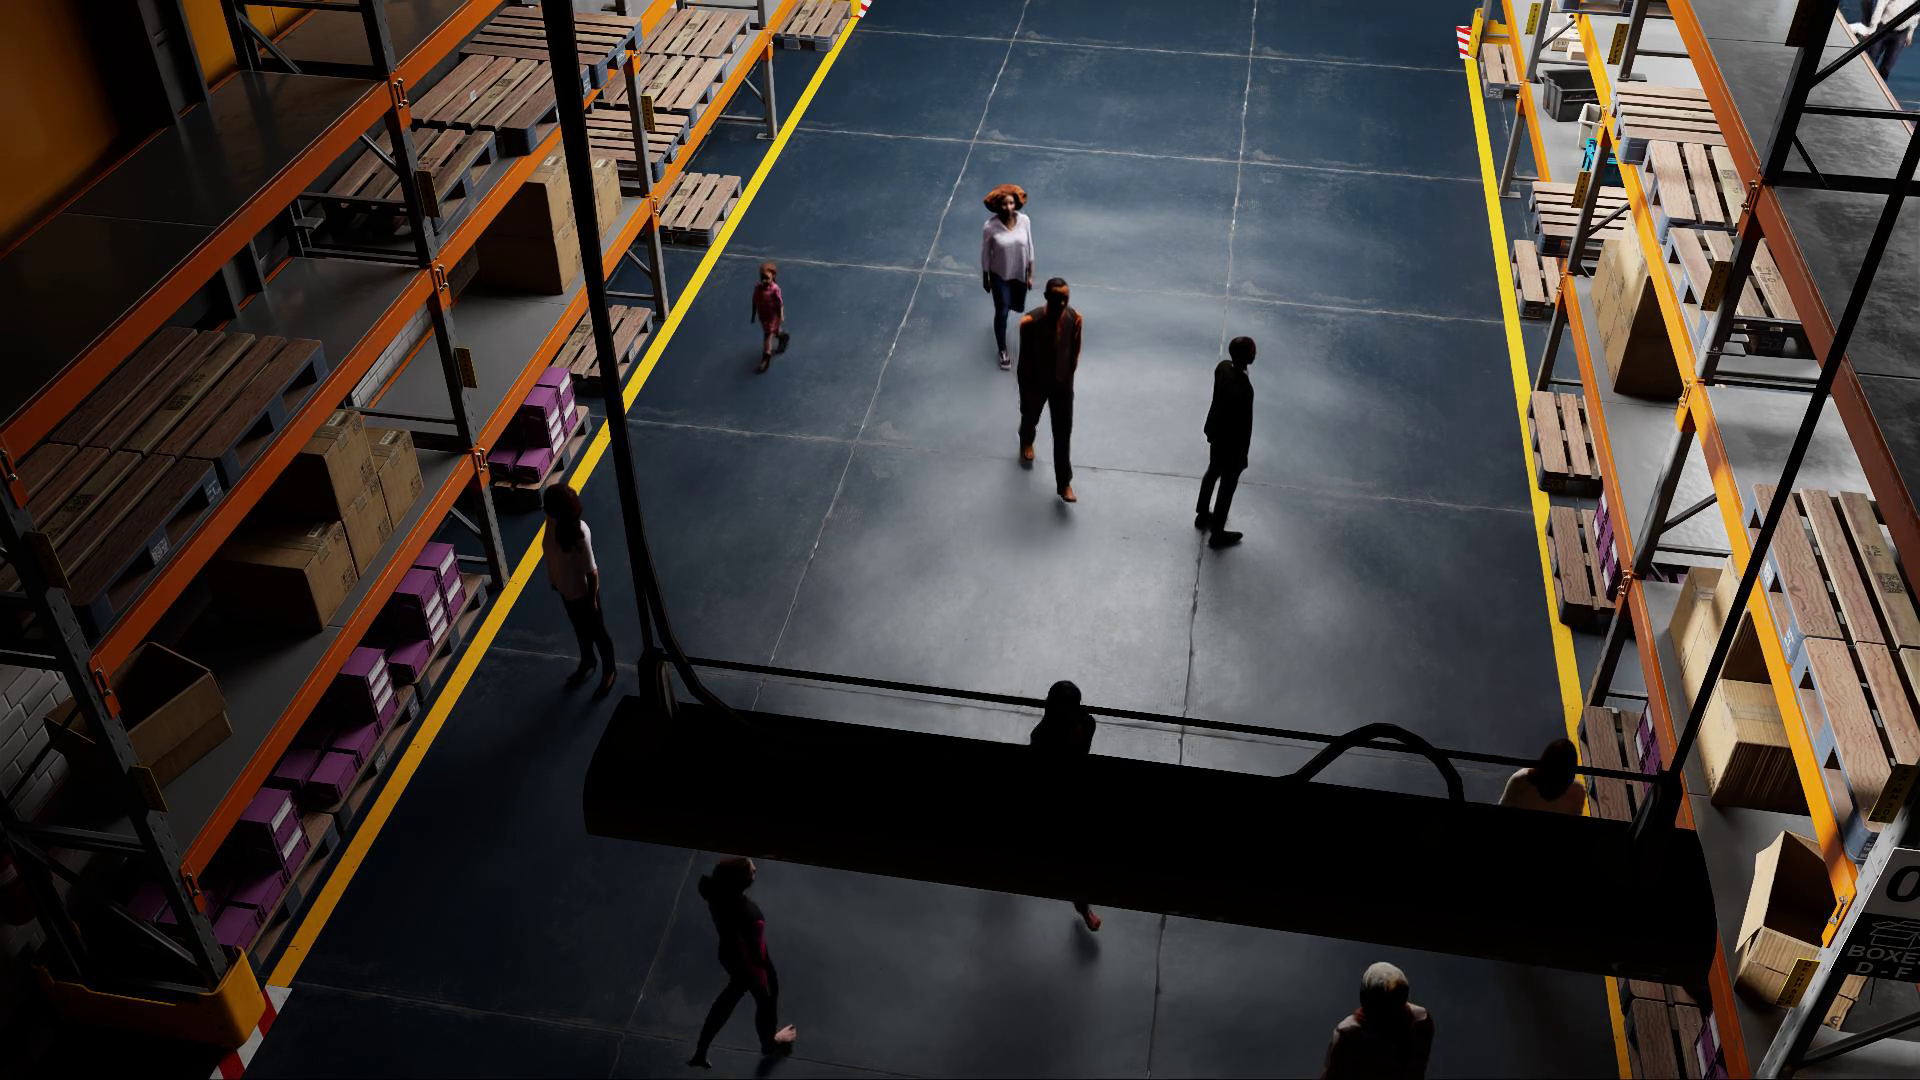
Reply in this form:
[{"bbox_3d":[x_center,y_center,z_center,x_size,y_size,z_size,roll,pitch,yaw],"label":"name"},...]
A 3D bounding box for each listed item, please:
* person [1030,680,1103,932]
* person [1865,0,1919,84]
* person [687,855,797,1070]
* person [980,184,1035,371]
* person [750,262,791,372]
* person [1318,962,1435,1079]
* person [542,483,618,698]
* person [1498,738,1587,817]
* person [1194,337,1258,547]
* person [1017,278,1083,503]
[{"bbox_3d":[0.523,1.480,10.008,1.103,1.673,1.287,-17,42,-20],"label":"person"},{"bbox_3d":[10.603,-5.820,19.005,0.708,1.853,0.984,3,39,4],"label":"person"},{"bbox_3d":[-1.223,2.305,8.928,0.985,1.731,0.875,-30,47,-32],"label":"person"},{"bbox_3d":[0.414,-2.435,14.896,0.901,1.690,1.084,-10,40,-12],"label":"person"},{"bbox_3d":[-1.700,-2.076,14.988,0.566,1.014,0.795,20,43,23],"label":"person"},{"bbox_3d":[2.042,2.813,8.190,0.873,1.859,1.104,-4,39,-5],"label":"person"},{"bbox_3d":[-2.597,0.328,11.354,0.691,1.793,0.698,29,47,31],"label":"person"},{"bbox_3d":[3.324,1.714,9.713,0.629,1.675,0.592,8,39,10],"label":"person"},{"bbox_3d":[2.045,-0.768,12.723,0.783,1.797,0.650,-12,40,-15],"label":"person"},{"bbox_3d":[0.653,-1.301,13.342,1.050,1.858,1.386,-8,39,-10],"label":"person"}]
